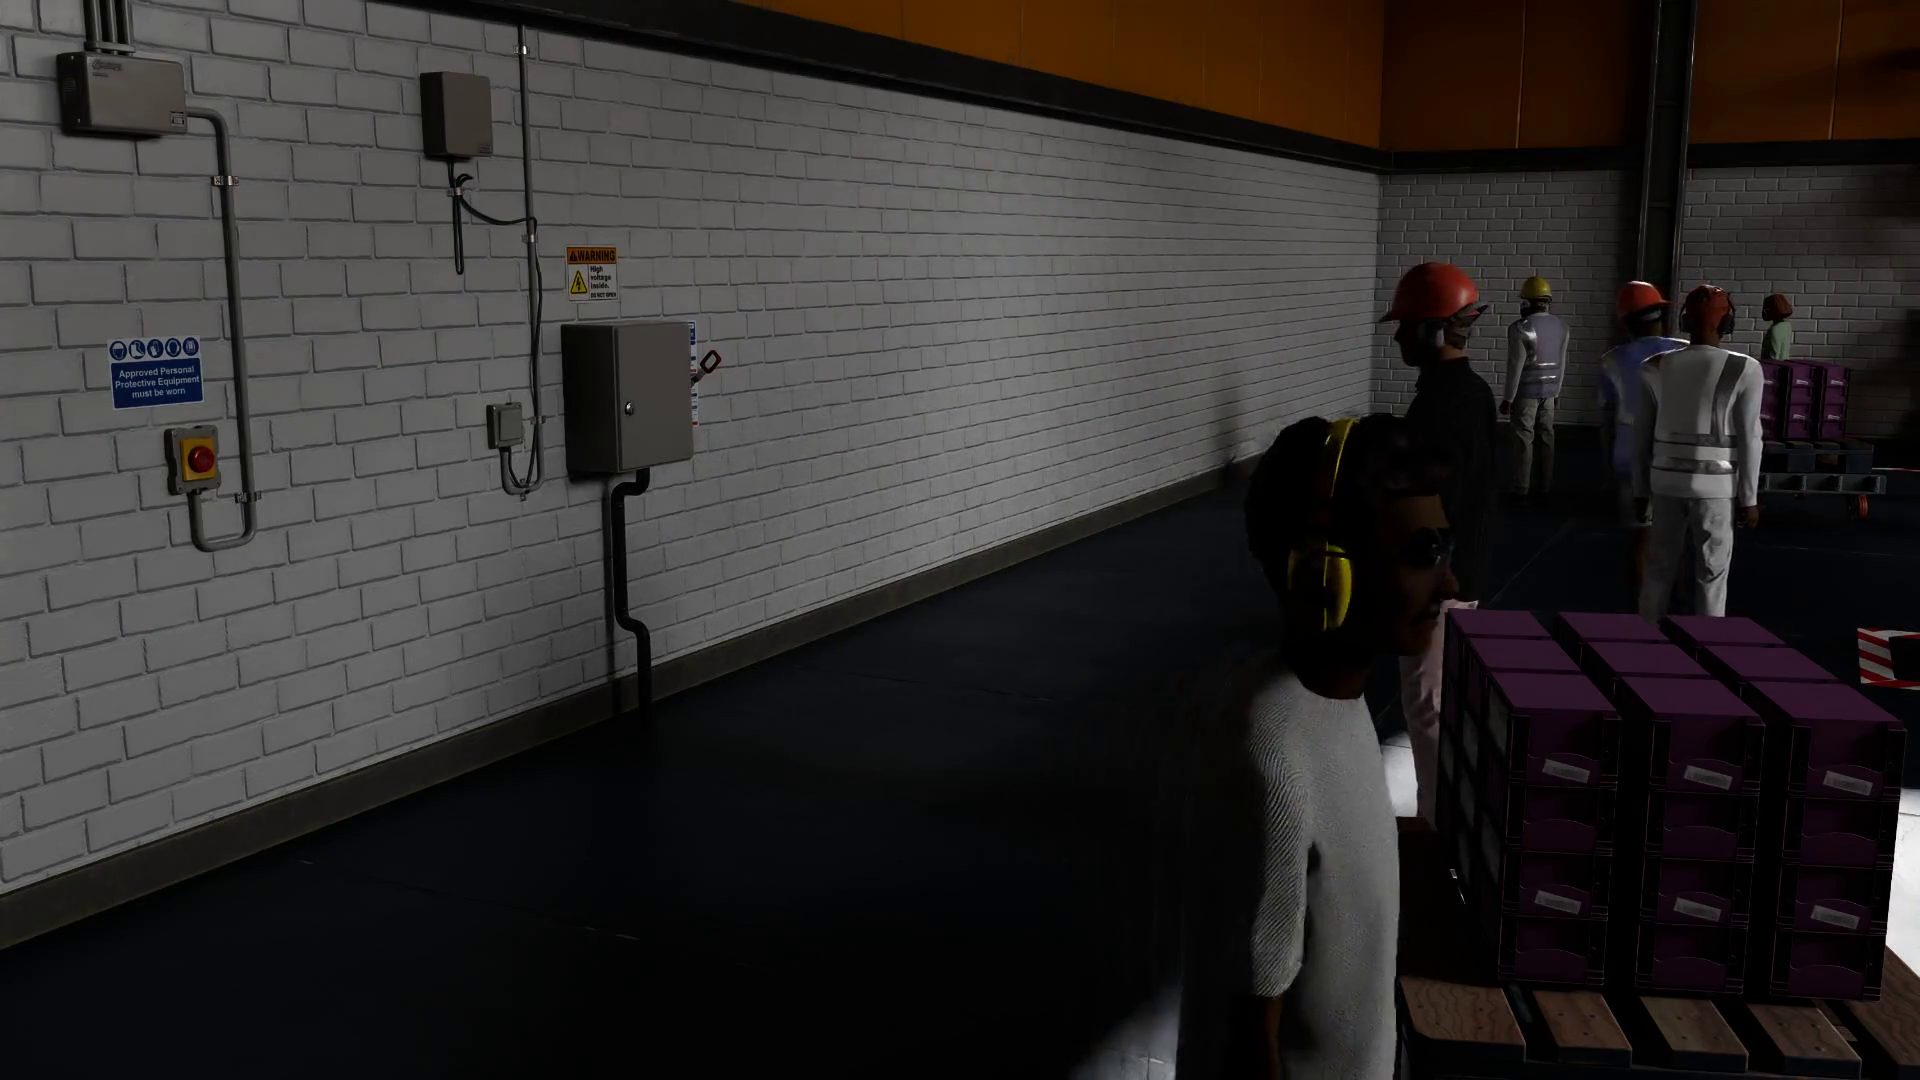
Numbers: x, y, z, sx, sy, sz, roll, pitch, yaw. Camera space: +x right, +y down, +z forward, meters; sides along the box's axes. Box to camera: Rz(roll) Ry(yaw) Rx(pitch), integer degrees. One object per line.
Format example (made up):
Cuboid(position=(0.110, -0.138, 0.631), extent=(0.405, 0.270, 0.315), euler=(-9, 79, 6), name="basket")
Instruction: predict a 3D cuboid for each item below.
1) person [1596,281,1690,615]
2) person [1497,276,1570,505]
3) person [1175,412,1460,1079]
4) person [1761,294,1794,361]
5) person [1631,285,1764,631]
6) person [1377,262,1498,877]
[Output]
Cuboid(position=(3.626, -0.400, 8.673), extent=(0.626, 1.870, 0.884), euler=(6, 11, 29), name="person")
Cuboid(position=(4.590, -1.194, 13.384), extent=(0.588, 1.835, 0.403), euler=(-5, 11, -25), name="person")
Cuboid(position=(0.364, 0.753, 2.079), extent=(0.635, 1.850, 0.530), euler=(3, 10, 16), name="person")
Cuboid(position=(7.748, -1.519, 15.847), extent=(0.281, 1.633, 0.498), euler=(8, 13, 38), name="person")
Cuboid(position=(3.382, -0.228, 7.676), extent=(0.348, 1.879, 0.581), euler=(-9, 13, -42), name="person")
Cuboid(position=(1.486, 0.129, 5.268), extent=(0.397, 1.990, 0.623), euler=(5, 11, 27), name="person")
